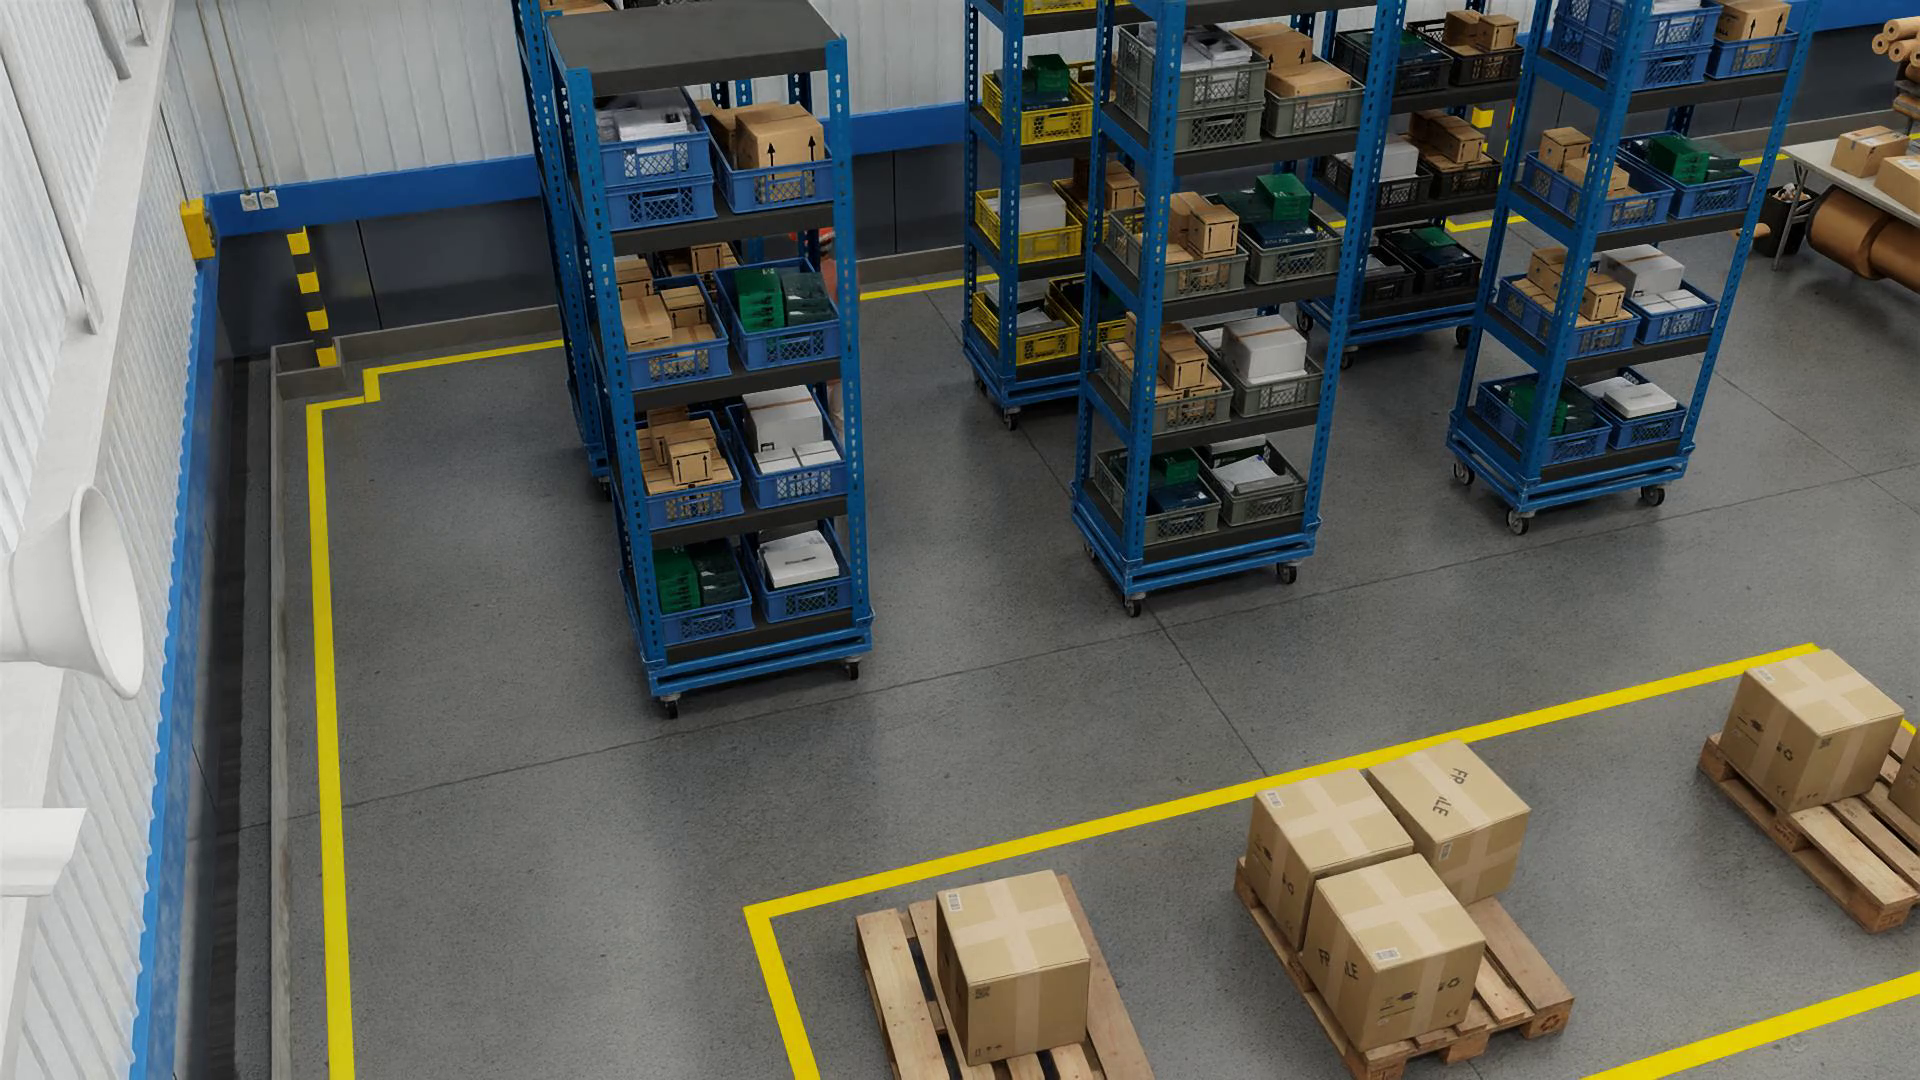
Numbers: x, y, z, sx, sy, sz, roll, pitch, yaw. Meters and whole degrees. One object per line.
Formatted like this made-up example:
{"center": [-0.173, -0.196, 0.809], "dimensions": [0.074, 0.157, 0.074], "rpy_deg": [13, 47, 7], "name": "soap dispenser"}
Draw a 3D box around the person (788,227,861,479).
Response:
{"center": [-0.835, -1.063, 10.068], "dimensions": [0.410, 1.979, 0.630], "rpy_deg": [23, 41, 29], "name": "person"}
